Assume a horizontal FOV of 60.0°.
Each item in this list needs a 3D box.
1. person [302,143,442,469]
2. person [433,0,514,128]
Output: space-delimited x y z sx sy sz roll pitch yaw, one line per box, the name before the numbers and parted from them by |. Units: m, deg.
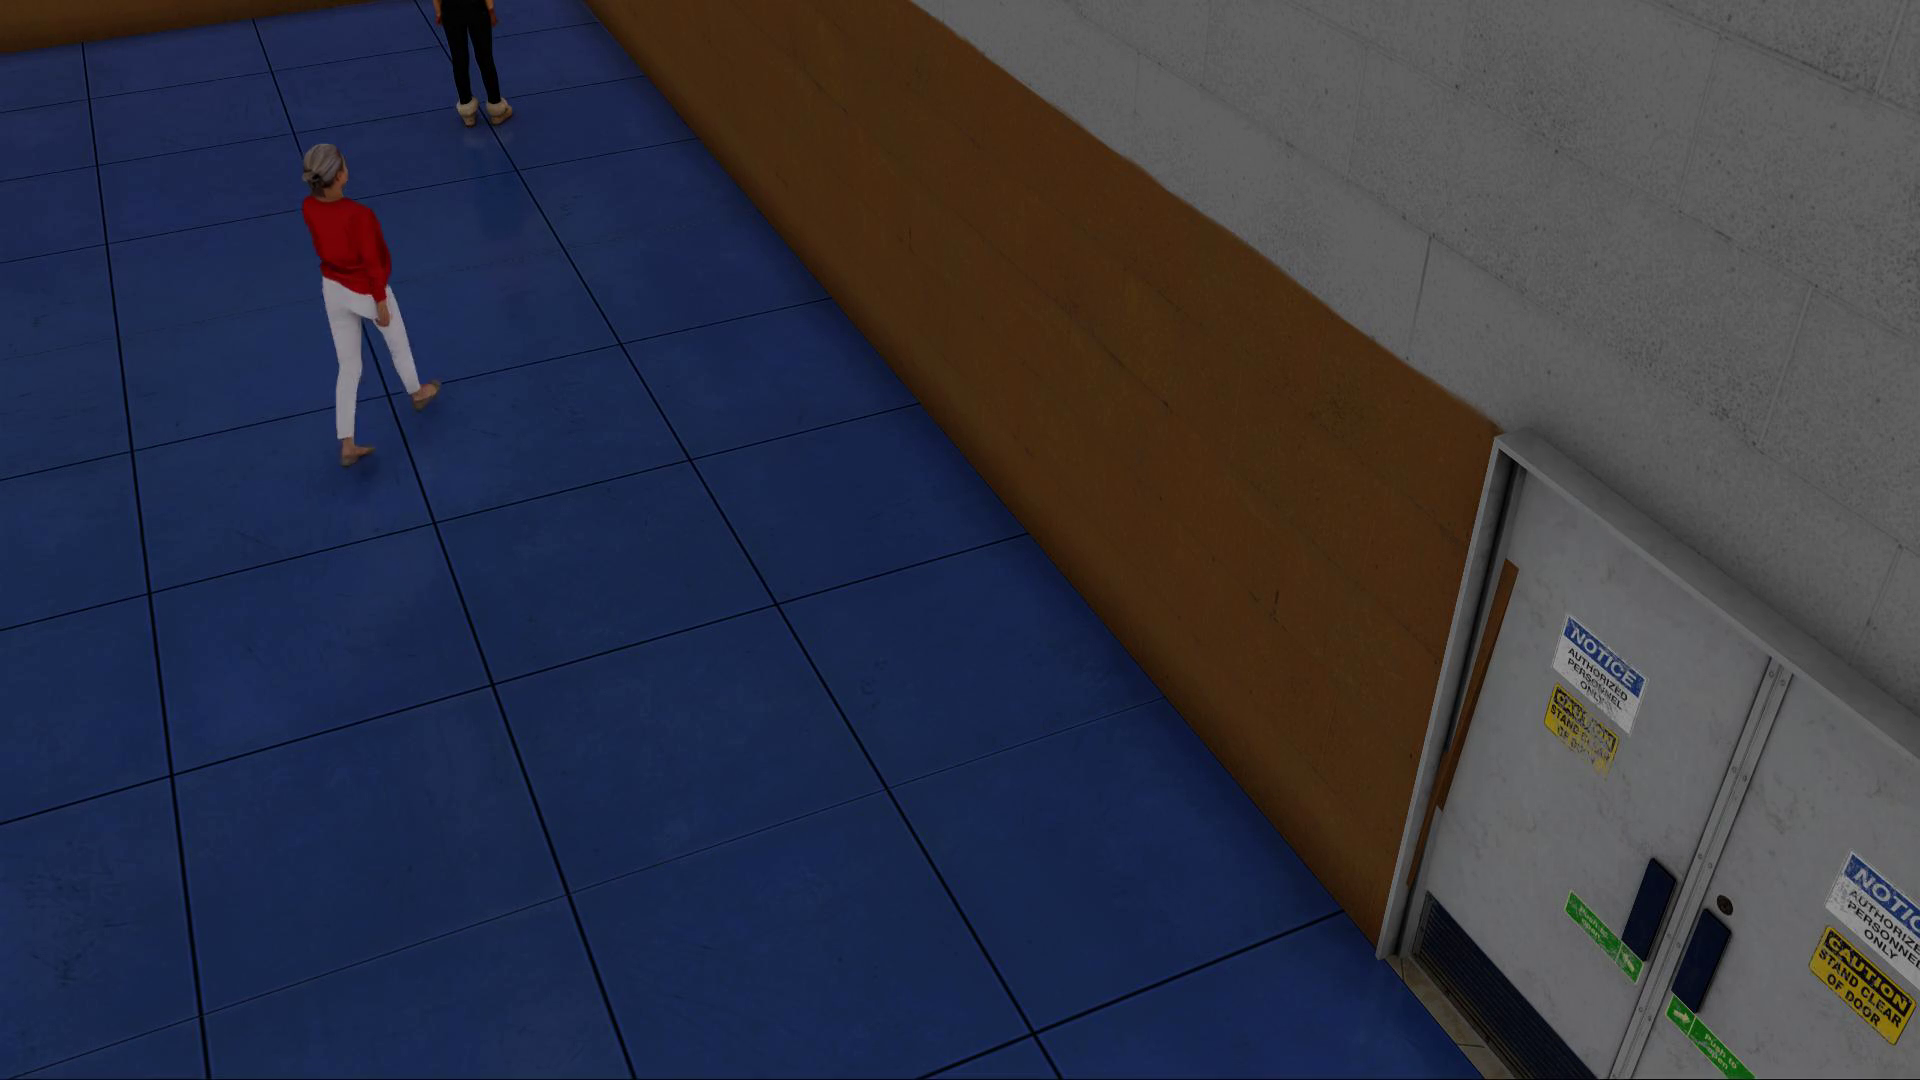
person | -3.080 -1.145 8.374 1.101 1.649 1.096 10 38 13
person | -3.540 -3.782 11.876 0.616 1.660 0.732 -2 37 -3
